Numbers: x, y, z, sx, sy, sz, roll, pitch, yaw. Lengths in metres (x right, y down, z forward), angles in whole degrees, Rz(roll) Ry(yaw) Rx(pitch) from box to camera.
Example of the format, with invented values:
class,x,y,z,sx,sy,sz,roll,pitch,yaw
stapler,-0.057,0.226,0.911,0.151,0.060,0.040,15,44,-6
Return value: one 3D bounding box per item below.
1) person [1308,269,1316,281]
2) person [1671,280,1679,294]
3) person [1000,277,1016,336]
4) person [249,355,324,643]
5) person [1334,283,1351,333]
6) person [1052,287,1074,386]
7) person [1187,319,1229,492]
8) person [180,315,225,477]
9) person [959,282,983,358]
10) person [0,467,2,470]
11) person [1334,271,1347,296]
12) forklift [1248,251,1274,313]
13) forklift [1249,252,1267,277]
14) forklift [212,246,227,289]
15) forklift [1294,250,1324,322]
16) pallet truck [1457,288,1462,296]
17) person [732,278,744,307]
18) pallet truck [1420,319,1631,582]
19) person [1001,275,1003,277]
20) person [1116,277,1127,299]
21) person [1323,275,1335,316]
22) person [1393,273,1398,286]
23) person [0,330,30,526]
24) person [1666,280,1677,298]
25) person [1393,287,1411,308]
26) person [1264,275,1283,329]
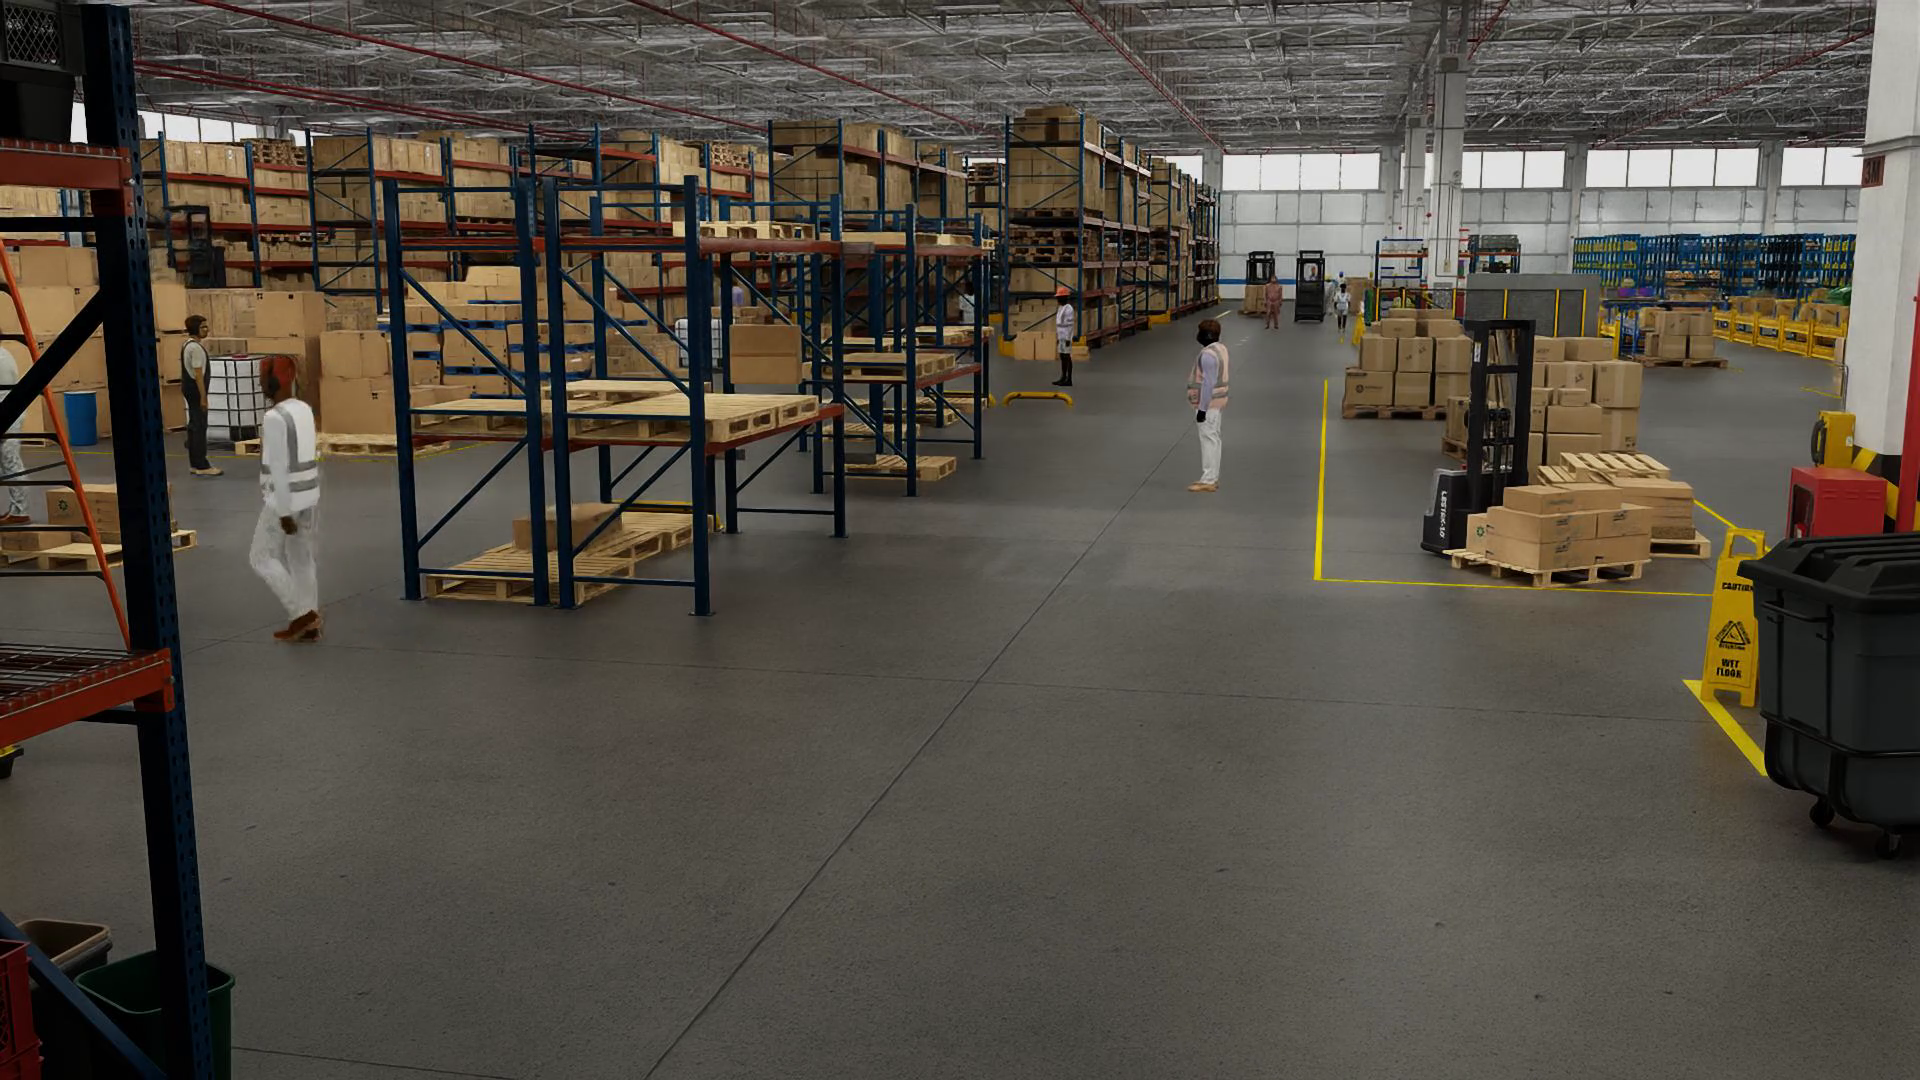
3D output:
class,x,y,z,sx,sy,sz,roll,pitch,yaw
person,19.650,-14.131,92.671,0.544,1.939,0.355,-8,12,-39
person,31.447,-10.792,73.183,1.022,1.833,0.653,4,10,22
person,1.540,-7.234,51.919,0.404,1.911,0.636,-8,12,-39
person,-4.324,-0.248,10.657,0.412,1.868,0.584,1,10,6
person,12.876,-7.808,56.024,0.538,1.674,0.707,2,10,12
person,2.027,-3.977,32.537,0.362,1.939,0.542,-3,10,-18
person,2.639,-1.430,17.748,0.429,1.843,0.625,3,10,19
person,-8.710,-1.650,19.038,0.351,1.846,0.506,-7,12,-34
person,0.319,-5.513,41.692,0.634,1.901,0.989,-2,10,-10
person,-11.248,-1.566,19.010,0.897,1.667,0.523,-1,10,-5
person,17.919,-11.699,78.362,0.602,1.913,0.942,1,10,5
forklift,13.300,-11.311,73.184,1.129,2.768,1.873,2,10,12
forklift,15.458,-13.556,86.481,1.129,2.768,1.873,2,10,12
forklift,-20.615,-6.728,46.048,1.129,2.768,1.873,7,12,38
forklift,13.778,-10.002,65.433,1.129,2.768,1.873,2,10,12
pallet truck,20.506,-9.785,68.819,0.653,1.274,1.630,2,10,12
person,-6.729,-6.859,49.637,0.650,1.928,0.469,4,10,21
pallet truck,4.543,-0.757,13.299,0.823,1.965,1.885,-4,10,-22
person,2.396,-14.380,94.789,0.626,1.711,0.602,-7,12,-37
person,8.066,-12.518,83.282,0.649,1.885,0.670,1,10,3
person,16.241,-10.794,73.400,0.611,1.787,0.936,0,10,-1
person,23.087,-13.287,88.287,0.485,1.734,0.348,-6,12,-34
person,-8.915,-1.087,15.479,0.375,1.932,0.623,-7,12,-36
person,30.896,-10.633,72.322,0.742,1.815,0.576,0,10,1
person,12.497,-6.322,47.131,0.535,1.700,0.318,6,11,33
person,11.179,-8.495,59.388,0.643,1.909,0.410,2,10,11
